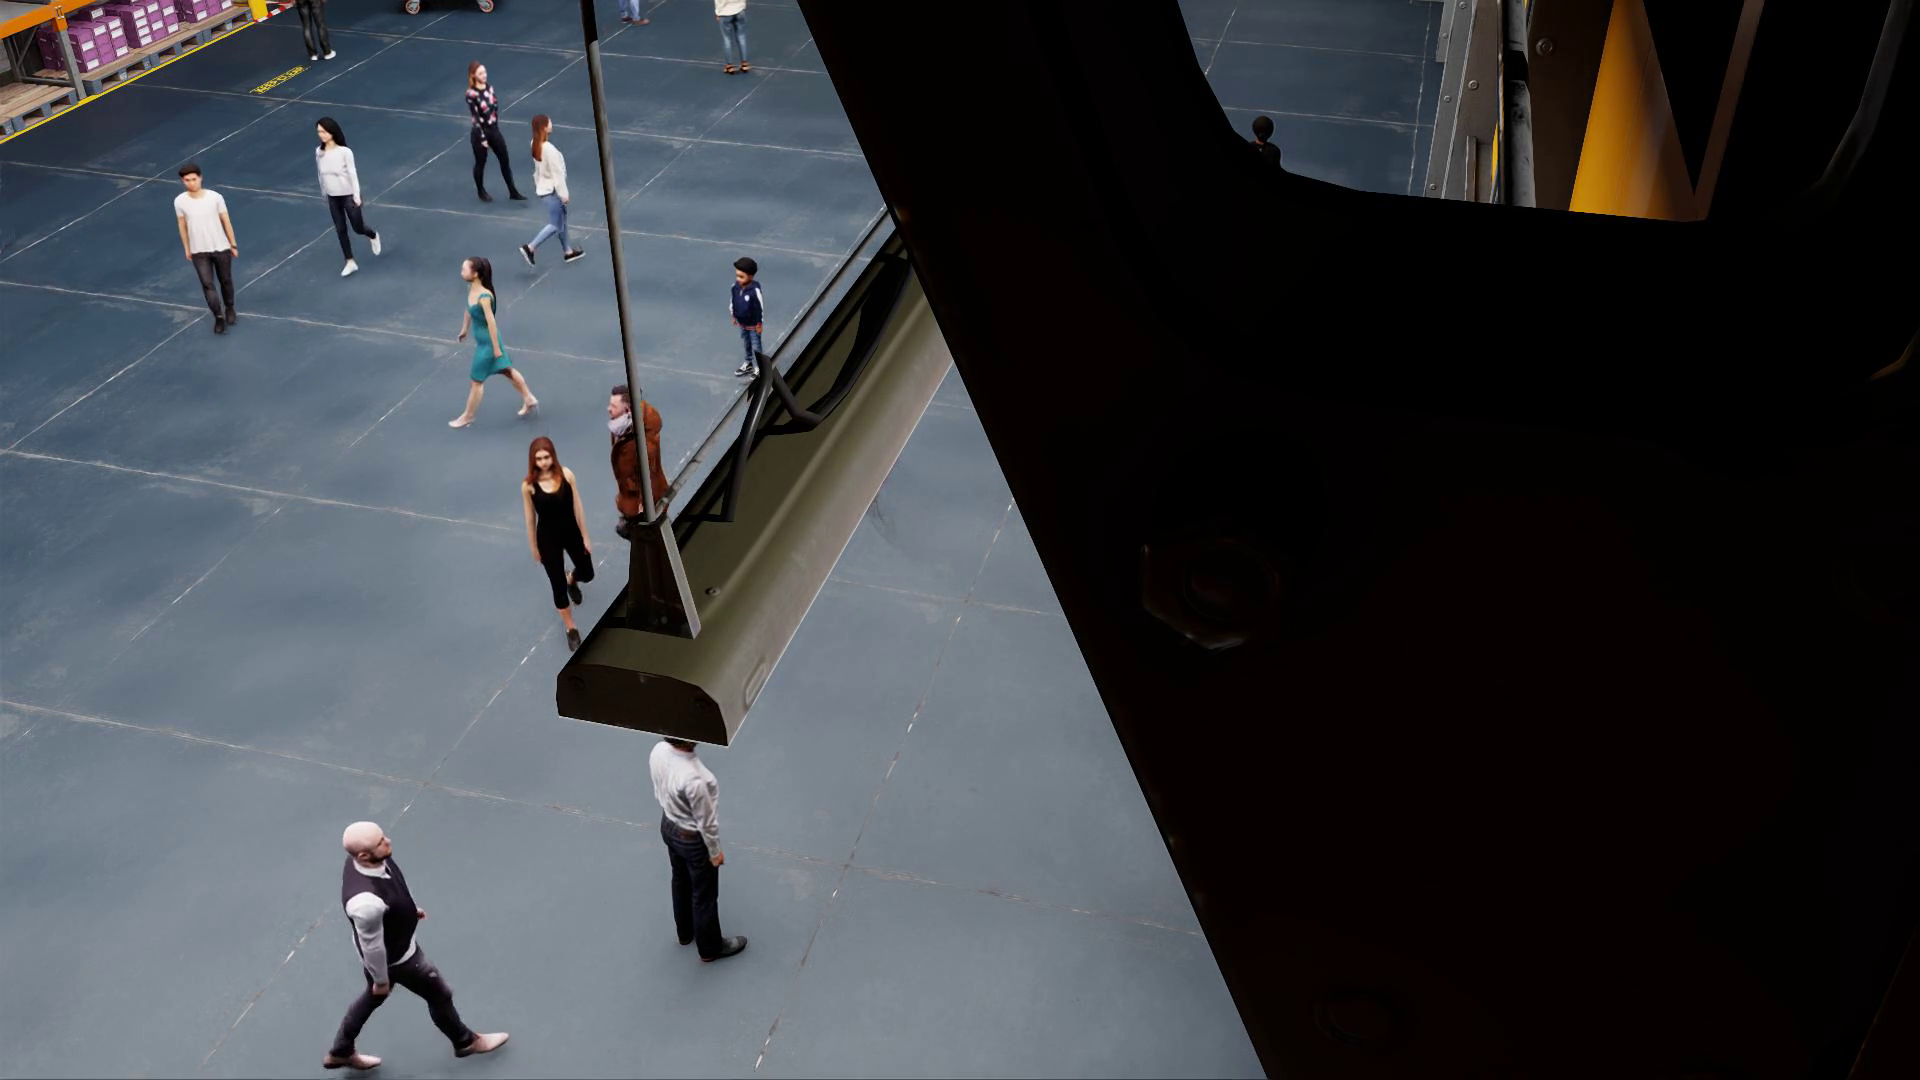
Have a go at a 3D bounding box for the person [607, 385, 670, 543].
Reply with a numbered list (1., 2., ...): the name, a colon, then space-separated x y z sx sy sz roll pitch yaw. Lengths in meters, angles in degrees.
1. person: -2.334 -0.390 12.691 0.892 1.821 0.835 -18 38 -25

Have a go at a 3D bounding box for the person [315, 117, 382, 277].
1. person: -6.558 -3.706 17.799 0.633 1.689 0.854 7 34 11

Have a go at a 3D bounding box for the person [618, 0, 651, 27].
1. person: -5.084 -8.820 25.346 0.720 1.851 0.674 24 40 31

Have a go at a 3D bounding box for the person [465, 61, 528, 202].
1. person: -5.599 -4.746 19.397 0.837 1.654 0.936 22 39 29

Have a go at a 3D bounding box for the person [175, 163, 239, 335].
1. person: -7.531 -2.986 16.699 0.874 1.709 0.949 -12 35 -17

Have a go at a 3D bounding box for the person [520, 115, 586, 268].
1. person: -4.431 -3.688 17.789 1.069 1.671 0.986 -21 39 -28

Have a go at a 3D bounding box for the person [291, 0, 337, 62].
1. person: -9.370 -7.819 23.877 0.728 1.811 0.675 -4 34 -6

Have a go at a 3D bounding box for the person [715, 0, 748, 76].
1. person: -3.212 -7.399 23.367 0.699 1.677 0.741 -14 36 -20

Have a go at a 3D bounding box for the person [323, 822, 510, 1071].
1. person: -3.112 2.198 8.837 1.220 1.779 1.243 -13 36 -19

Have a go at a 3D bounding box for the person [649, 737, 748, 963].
1. person: -1.551 1.677 9.582 0.753 1.820 0.739 -27 42 -34

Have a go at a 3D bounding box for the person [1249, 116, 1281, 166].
1. person: 3.195 -3.740 17.865 0.596 1.674 0.537 7 34 10

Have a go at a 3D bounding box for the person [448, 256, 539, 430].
1. person: -4.148 -1.767 14.931 1.051 1.636 1.037 -14 36 -20

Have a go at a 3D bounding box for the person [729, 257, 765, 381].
1. person: -2.006 -2.116 15.830 0.578 1.221 0.569 21 39 29

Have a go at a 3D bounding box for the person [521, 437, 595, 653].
1. person: -2.950 -0.037 12.255 0.906 1.716 0.999 -14 36 -20
